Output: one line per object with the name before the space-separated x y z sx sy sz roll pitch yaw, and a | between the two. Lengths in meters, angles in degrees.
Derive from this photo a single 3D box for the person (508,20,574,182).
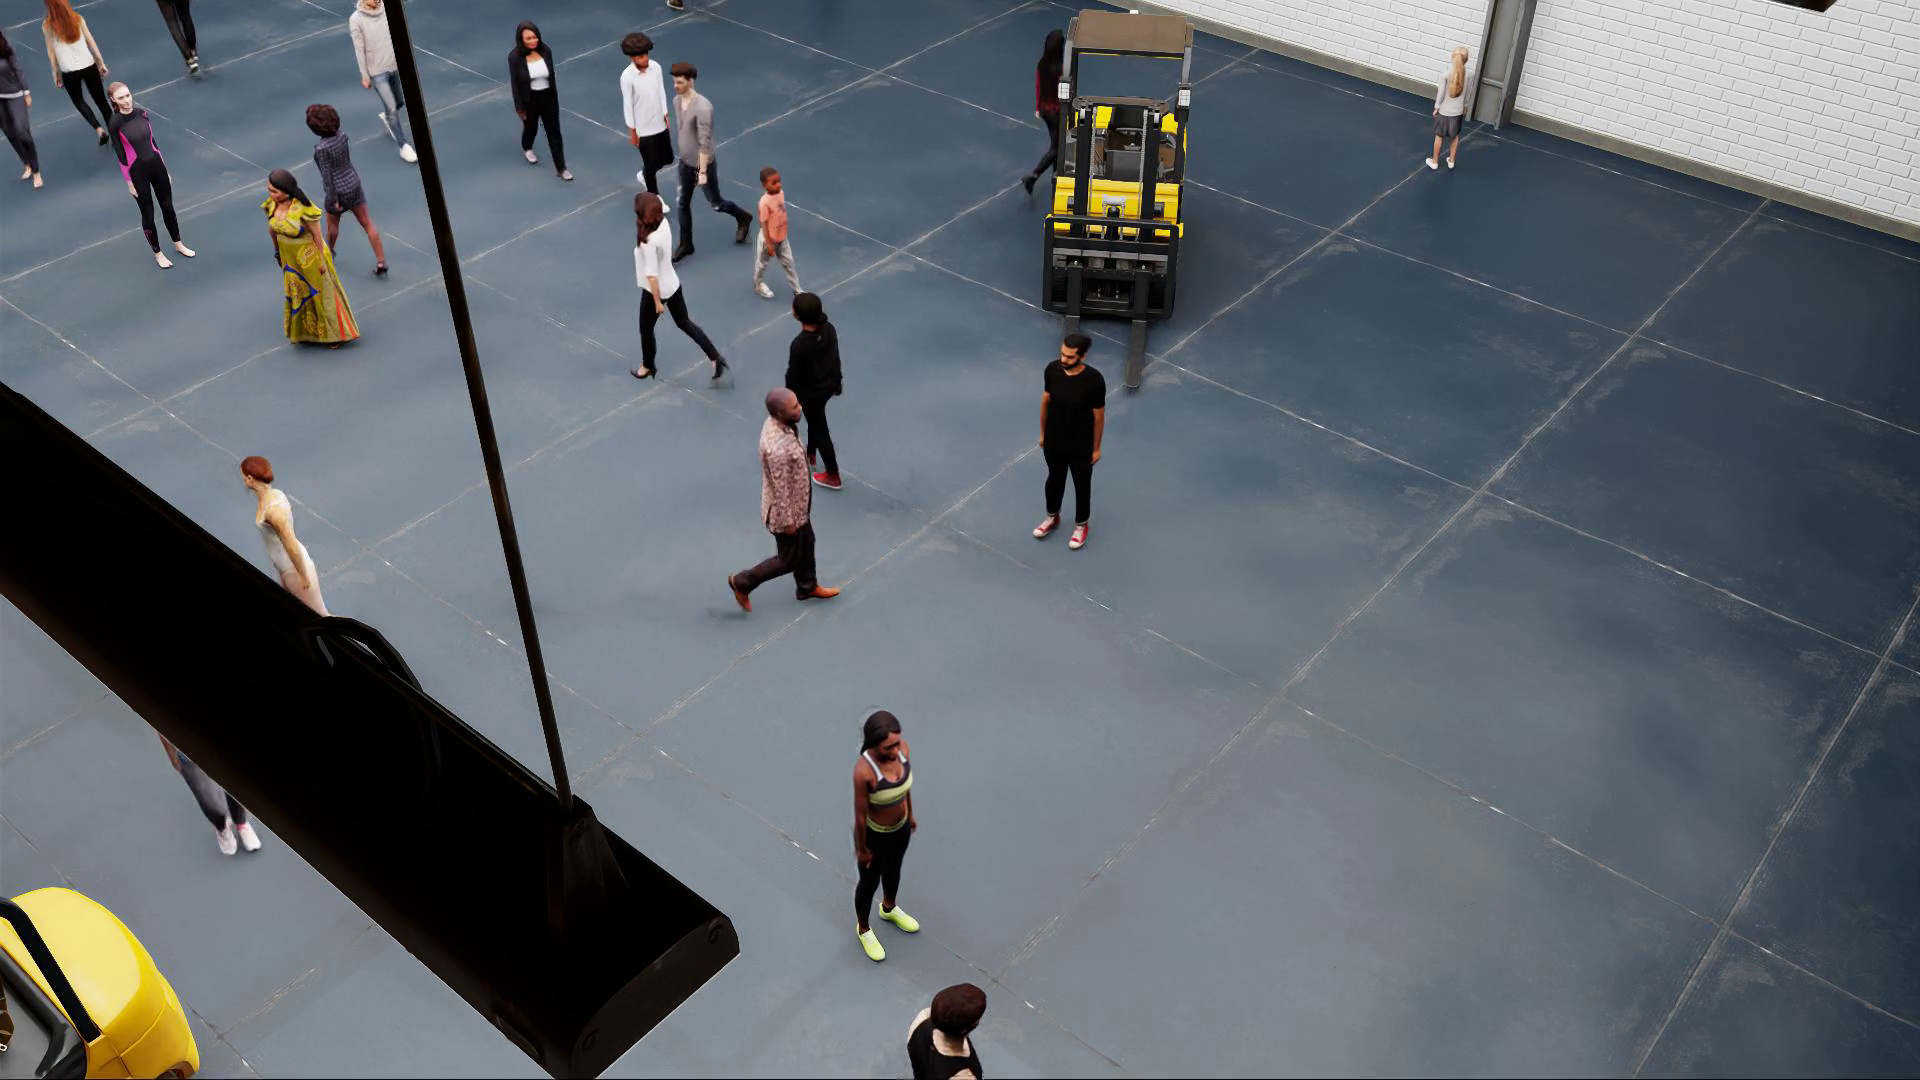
person | -4.303 -4.447 16.749 0.808 1.577 1.167 -26 45 -29

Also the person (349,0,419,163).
person | -5.930 -4.863 17.065 1.103 1.832 0.733 31 48 33

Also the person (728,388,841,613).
person | -1.269 -0.234 11.309 1.121 1.782 1.023 0 39 1

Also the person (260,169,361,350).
person | -5.573 -2.400 14.120 0.901 1.658 1.038 10 40 12

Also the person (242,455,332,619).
person | -4.325 0.186 10.915 0.553 1.619 0.847 31 48 33

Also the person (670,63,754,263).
person | -2.324 -3.487 15.310 1.086 1.873 0.761 29 47 31

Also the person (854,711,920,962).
person | -0.424 1.572 9.072 0.516 1.753 0.574 31 48 33

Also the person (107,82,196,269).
person | -7.467 -3.372 15.263 0.577 1.751 0.581 23 44 26

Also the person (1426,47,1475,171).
person | 5.004 -4.398 16.928 0.602 1.277 0.664 -2 39 -3

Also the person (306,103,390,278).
person | -5.485 -3.111 15.013 1.107 1.656 0.769 17 42 21

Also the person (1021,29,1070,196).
person | 0.892 -4.149 16.329 0.913 1.636 0.676 30 47 32

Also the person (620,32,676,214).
person | -3.071 -4.059 16.090 0.750 1.794 0.642 30 47 32

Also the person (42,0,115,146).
person | -9.033 -4.795 17.087 0.761 1.699 0.716 -22 43 -25

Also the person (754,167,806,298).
person | -1.721 -2.727 14.835 0.867 1.278 0.496 26 46 29

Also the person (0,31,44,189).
person | -9.532 -4.449 16.615 0.860 1.747 0.935 -7 39 -8

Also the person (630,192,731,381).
person | -2.331 -2.010 13.550 1.195 1.761 0.928 9 40 11

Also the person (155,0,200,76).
person | -8.865 -6.148 18.684 0.944 1.821 1.294 -21 43 -24

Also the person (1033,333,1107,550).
person | 0.800 -0.733 11.955 0.544 1.756 0.733 18 42 21

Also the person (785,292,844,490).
person | -1.015 -1.088 12.483 0.801 1.653 0.615 27 46 30

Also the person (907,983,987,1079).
person | -0.122 2.667 7.603 0.954 1.874 1.011 -19 42 -22
